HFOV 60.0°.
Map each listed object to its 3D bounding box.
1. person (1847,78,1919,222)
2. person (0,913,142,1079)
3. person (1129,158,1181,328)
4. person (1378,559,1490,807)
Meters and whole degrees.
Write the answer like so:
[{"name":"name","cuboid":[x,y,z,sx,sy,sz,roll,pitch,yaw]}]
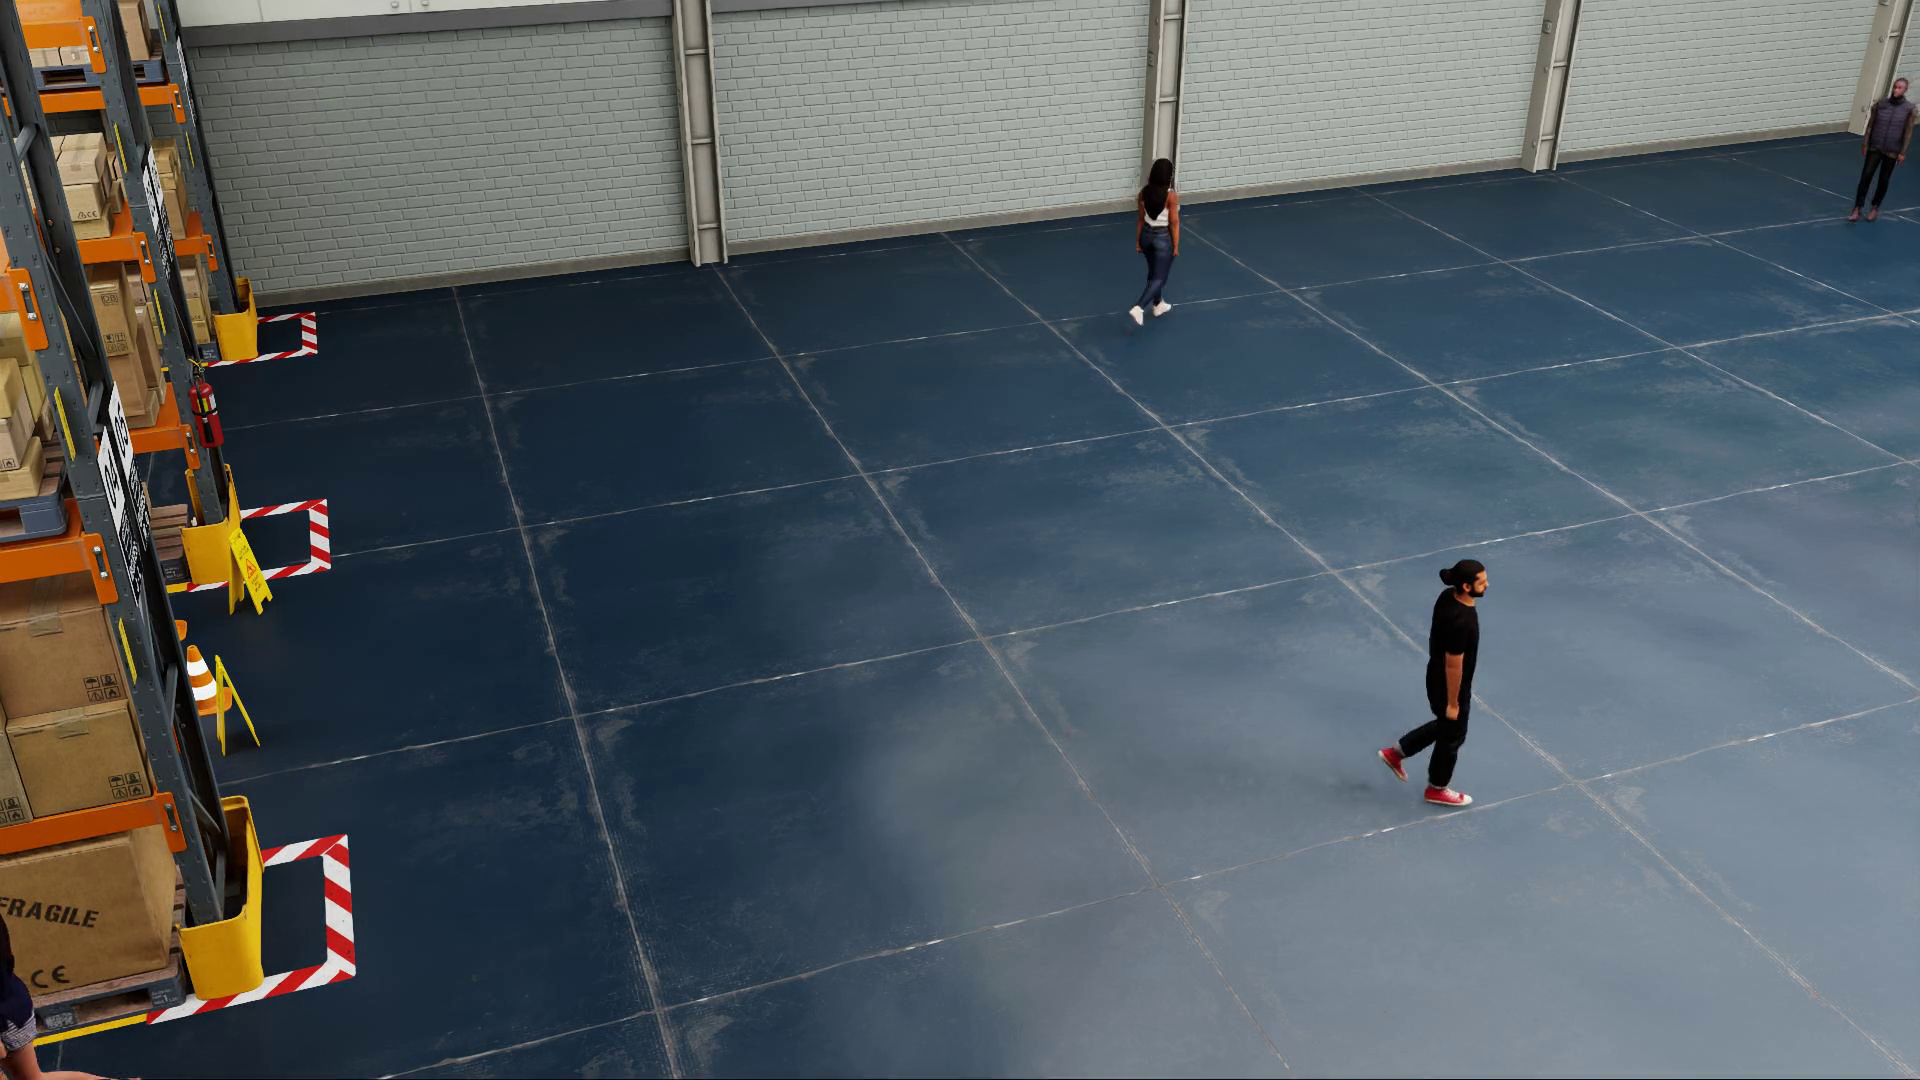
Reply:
[{"name":"person","cuboid":[11.779,-4.953,21.130,0.962,1.814,1.063,19,34,32]},{"name":"person","cuboid":[-4.390,2.201,7.776,1.066,1.739,0.694,-14,31,-25]},{"name":"person","cuboid":[2.061,-3.145,17.771,1.010,1.780,1.238,23,35,36]},{"name":"person","cuboid":[2.941,0.878,10.256,0.967,1.743,0.864,5,28,10]}]
